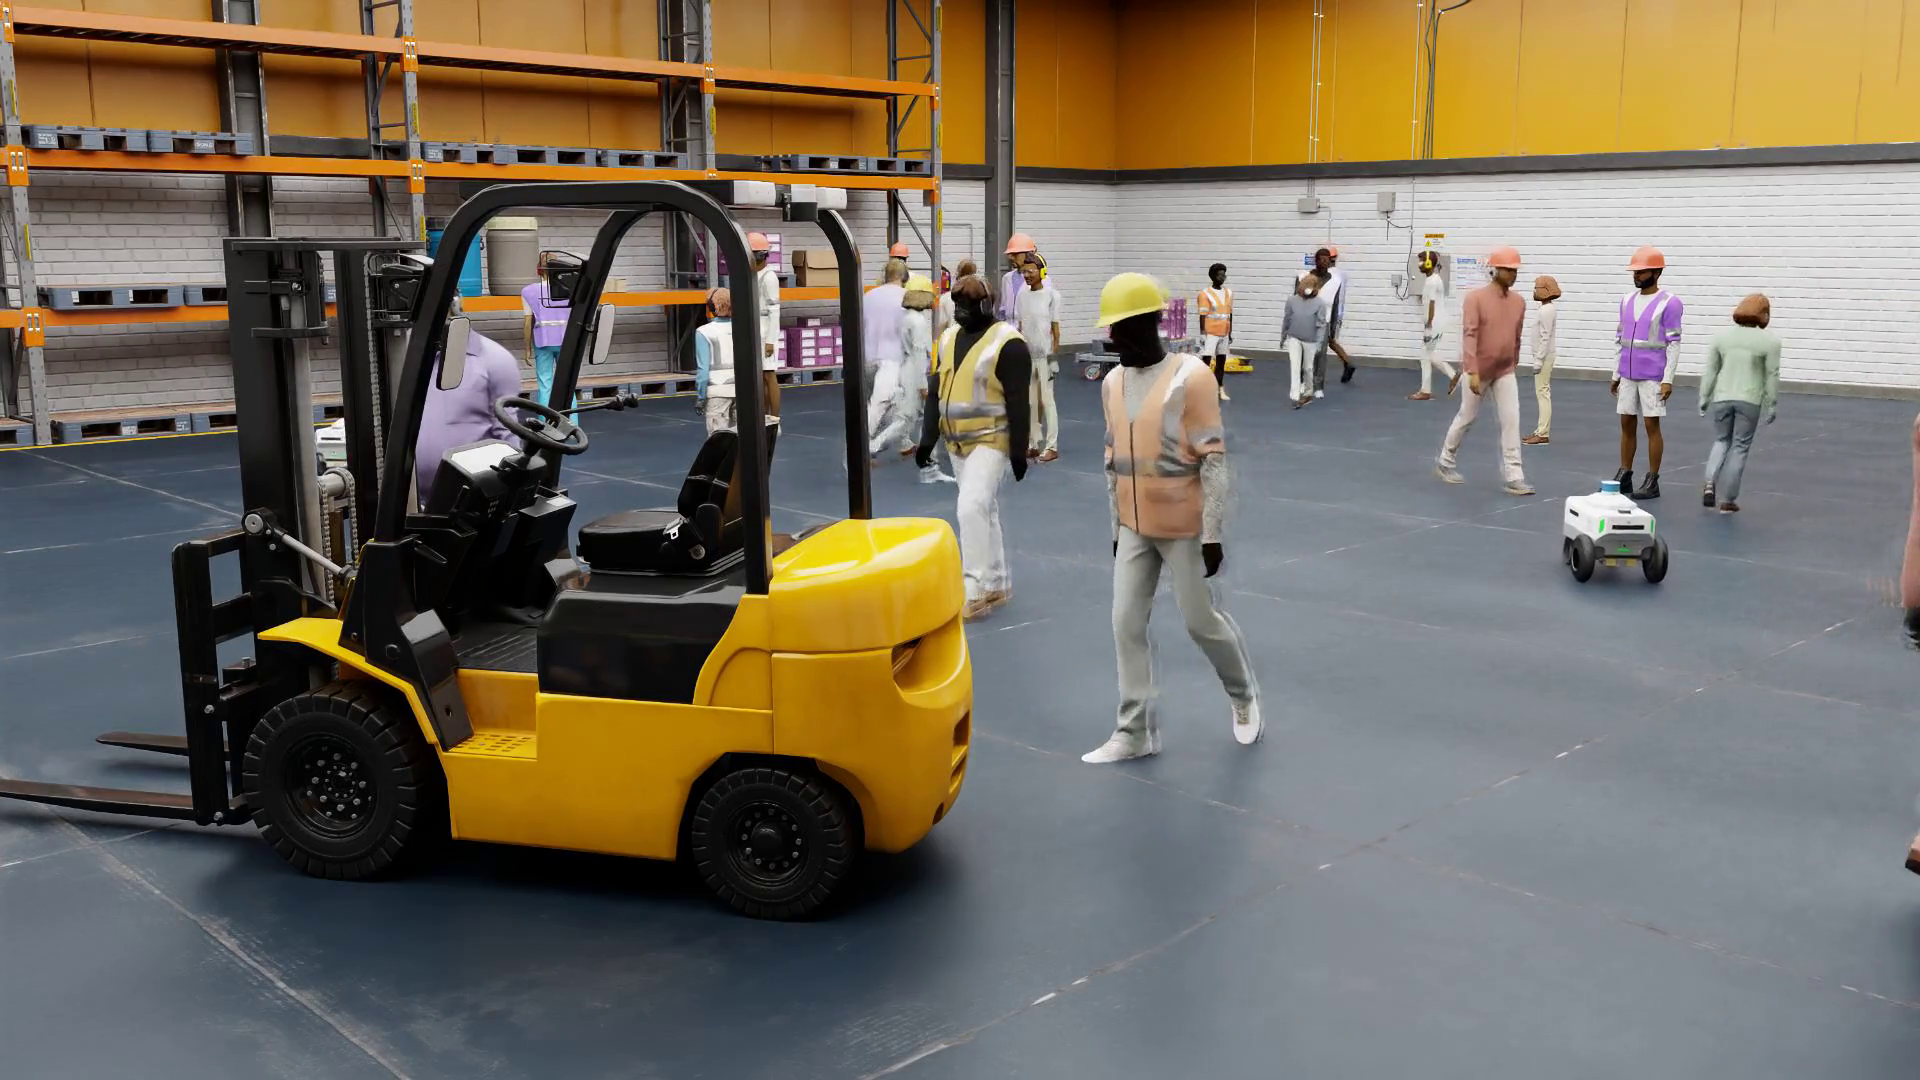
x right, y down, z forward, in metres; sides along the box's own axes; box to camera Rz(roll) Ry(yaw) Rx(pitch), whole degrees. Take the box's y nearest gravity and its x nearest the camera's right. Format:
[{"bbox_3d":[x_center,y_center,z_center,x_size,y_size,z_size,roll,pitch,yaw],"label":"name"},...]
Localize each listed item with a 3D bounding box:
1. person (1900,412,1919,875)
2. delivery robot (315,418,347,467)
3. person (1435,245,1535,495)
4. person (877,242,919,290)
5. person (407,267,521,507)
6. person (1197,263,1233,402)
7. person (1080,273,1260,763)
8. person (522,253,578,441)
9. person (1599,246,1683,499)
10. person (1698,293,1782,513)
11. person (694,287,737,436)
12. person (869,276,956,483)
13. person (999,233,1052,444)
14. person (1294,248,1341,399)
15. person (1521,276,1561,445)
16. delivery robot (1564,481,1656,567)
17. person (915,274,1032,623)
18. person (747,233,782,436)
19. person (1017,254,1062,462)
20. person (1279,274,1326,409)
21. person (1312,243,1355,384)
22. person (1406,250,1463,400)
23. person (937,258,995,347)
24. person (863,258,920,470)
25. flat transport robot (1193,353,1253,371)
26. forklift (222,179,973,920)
[{"bbox_3d":[3.052,0.212,4.802,0.446,1.887,0.669,-1,10,-7],"label":"person"},{"bbox_3d":[-5.140,-0.868,14.077,0.477,0.478,0.707,2,10,9],"label":"delivery robot"},{"bbox_3d":[4.194,-1.365,13.259,0.617,1.954,1.002,-3,11,-17],"label":"person"},{"bbox_3d":[-0.725,-2.604,20.026,0.545,1.938,0.359,1,10,4],"label":"person"},{"bbox_3d":[-2.117,-0.159,6.801,0.641,1.900,0.403,0,10,1],"label":"person"},{"bbox_3d":[3.102,-2.514,20.214,0.529,1.689,0.321,-7,12,-33],"label":"person"},{"bbox_3d":[0.851,-0.084,6.467,0.830,1.887,0.655,-8,13,-38],"label":"person"},{"bbox_3d":[-3.995,-1.885,16.344,0.565,1.850,0.389,-4,11,-19],"label":"person"},{"bbox_3d":[5.244,-1.282,12.814,0.361,1.935,0.553,-6,12,-28],"label":"person"},{"bbox_3d":[5.685,-0.991,12.130,0.331,1.612,0.517,-10,14,-43],"label":"person"},{"bbox_3d":[-1.760,-1.069,12.464,0.513,1.642,0.313,-10,14,-43],"label":"person"},{"bbox_3d":[-0.452,-1.295,13.524,0.791,1.704,0.487,-2,11,-10],"label":"person"},{"bbox_3d":[0.596,-1.927,16.044,0.615,2.041,0.392,10,14,43],"label":"person"},{"bbox_3d":[4.484,-2.745,21.001,0.601,1.871,1.015,1,10,4],"label":"person"},{"bbox_3d":[5.644,-1.741,16.151,0.282,1.633,0.500,4,11,20],"label":"person"},{"bbox_3d":[3.870,-0.109,9.926,0.477,0.478,0.707,0,11,4],"label":"delivery robot"},{"bbox_3d":[0.020,-0.486,8.823,0.746,1.818,0.649,-8,13,-35],"label":"person"},{"bbox_3d":[-2.011,-2.054,16.736,0.393,2.044,0.609,-5,11,-25],"label":"person"},{"bbox_3d":[0.693,-1.625,14.922,0.501,1.860,0.327,9,13,39],"label":"person"},{"bbox_3d":[4.027,-2.340,19.573,0.539,1.574,0.840,3,11,18],"label":"person"},{"bbox_3d":[5.005,-3.040,22.470,0.559,1.921,0.683,-8,13,-38],"label":"person"},{"bbox_3d":[5.862,-2.630,20.433,0.583,1.845,0.563,2,11,12],"label":"person"},{"bbox_3d":[0.050,-1.642,15.119,0.547,1.821,0.587,0,10,-2],"label":"person"},{"bbox_3d":[-0.649,-1.556,14.651,0.647,1.837,1.201,7,13,35],"label":"person"},{"bbox_3d":[3.819,-2.681,24.994,0.652,0.197,1.431,-2,11,-13],"label":"flat transport robot"},{"bbox_3d":[-1.114,-0.058,5.440,2.313,2.155,1.214,2,11,13],"label":"forklift"}]
